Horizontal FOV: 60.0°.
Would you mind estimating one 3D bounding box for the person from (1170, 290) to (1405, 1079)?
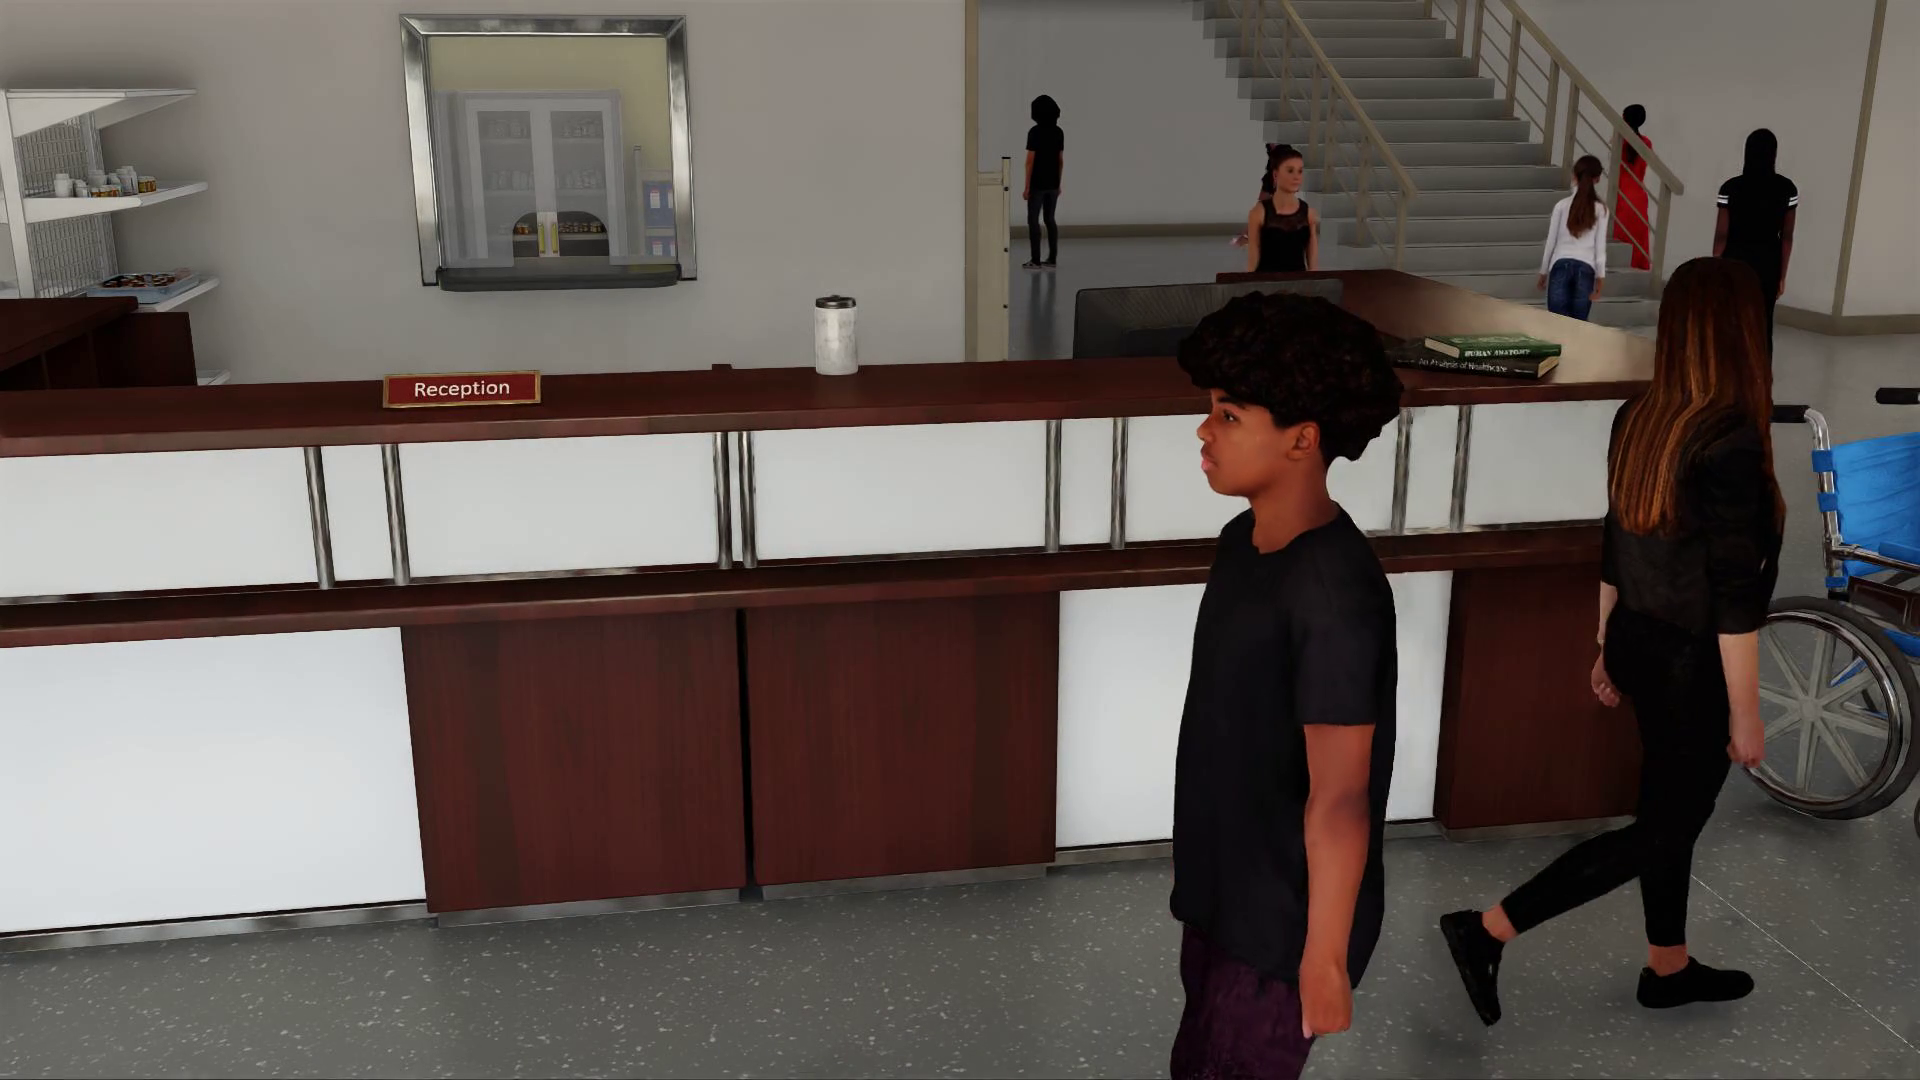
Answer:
[{"bbox_3d":[0.549,0.510,2.542,0.708,1.770,0.692,-1,16,-5],"label":"person"}]

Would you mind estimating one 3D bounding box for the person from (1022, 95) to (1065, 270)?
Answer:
[{"bbox_3d":[0.911,-3.846,17.870,0.704,1.823,0.676,-11,19,-33],"label":"person"}]

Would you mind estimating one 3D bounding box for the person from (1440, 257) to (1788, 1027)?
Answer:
[{"bbox_3d":[1.414,0.282,3.502,0.740,1.689,0.982,-1,16,-5],"label":"person"}]

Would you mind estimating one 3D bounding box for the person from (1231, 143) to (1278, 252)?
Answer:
[{"bbox_3d":[3.683,-4.038,18.719,1.124,1.746,1.029,13,20,38],"label":"person"}]

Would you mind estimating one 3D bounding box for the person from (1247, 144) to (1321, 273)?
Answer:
[{"bbox_3d":[1.784,-1.376,9.483,0.686,1.634,1.154,-5,16,-17],"label":"person"}]

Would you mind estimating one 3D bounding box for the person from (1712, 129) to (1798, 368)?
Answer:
[{"bbox_3d":[4.829,-1.626,10.179,0.689,1.737,0.694,4,16,14],"label":"person"}]

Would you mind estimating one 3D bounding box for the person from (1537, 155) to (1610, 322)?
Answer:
[{"bbox_3d":[3.959,-1.674,10.758,0.905,1.514,1.174,5,16,16],"label":"person"}]
